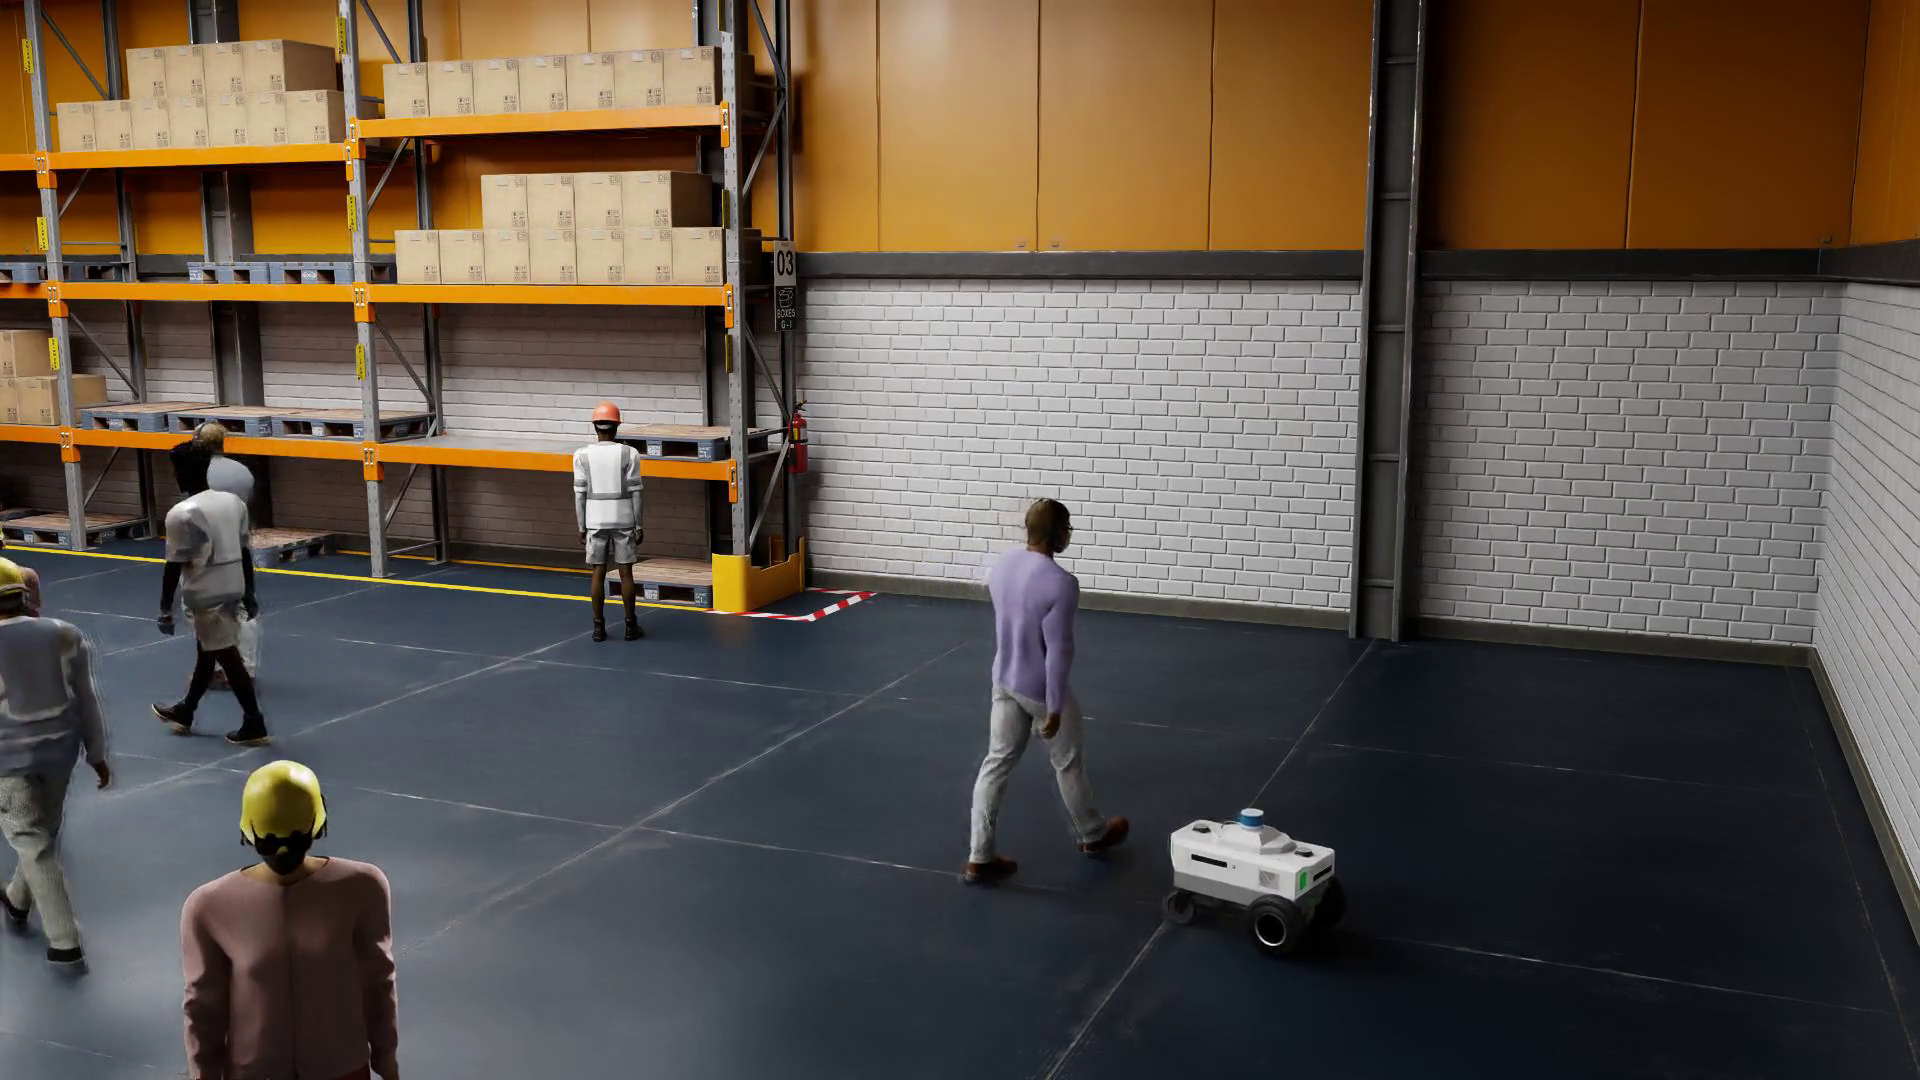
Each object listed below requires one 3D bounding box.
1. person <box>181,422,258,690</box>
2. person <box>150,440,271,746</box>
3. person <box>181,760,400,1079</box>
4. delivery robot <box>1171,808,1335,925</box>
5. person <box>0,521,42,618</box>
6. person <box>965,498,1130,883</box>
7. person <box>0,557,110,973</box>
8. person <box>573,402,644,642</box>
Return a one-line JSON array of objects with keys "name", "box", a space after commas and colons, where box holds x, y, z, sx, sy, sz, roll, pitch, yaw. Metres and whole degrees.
[{"name": "person", "box": [-5.292, 0.118, 11.788, 0.679, 1.912, 0.647, 4, 10, 20]}, {"name": "person", "box": [-4.797, 0.336, 10.438, 1.006, 1.918, 0.621, 2, 10, 13]}, {"name": "person", "box": [-1.739, 1.422, 4.385, 0.528, 1.757, 0.340, -5, 11, -27]}, {"name": "delivery robot", "box": [1.313, 1.458, 7.514, 0.707, 0.478, 0.477, 7, 12, 37]}, {"name": "person", "box": [-5.113, 0.711, 8.775, 0.529, 1.737, 0.815, -5, 11, -28]}, {"name": "person", "box": [0.414, 0.723, 8.248, 1.004, 1.884, 0.632, -8, 12, -41]}, {"name": "person", "box": [-4.105, 0.941, 7.239, 0.972, 1.769, 0.609, 7, 12, 35]}, {"name": "person", "box": [-2.803, -0.143, 13.338, 0.543, 1.932, 0.365, -1, 9, -4]}]
